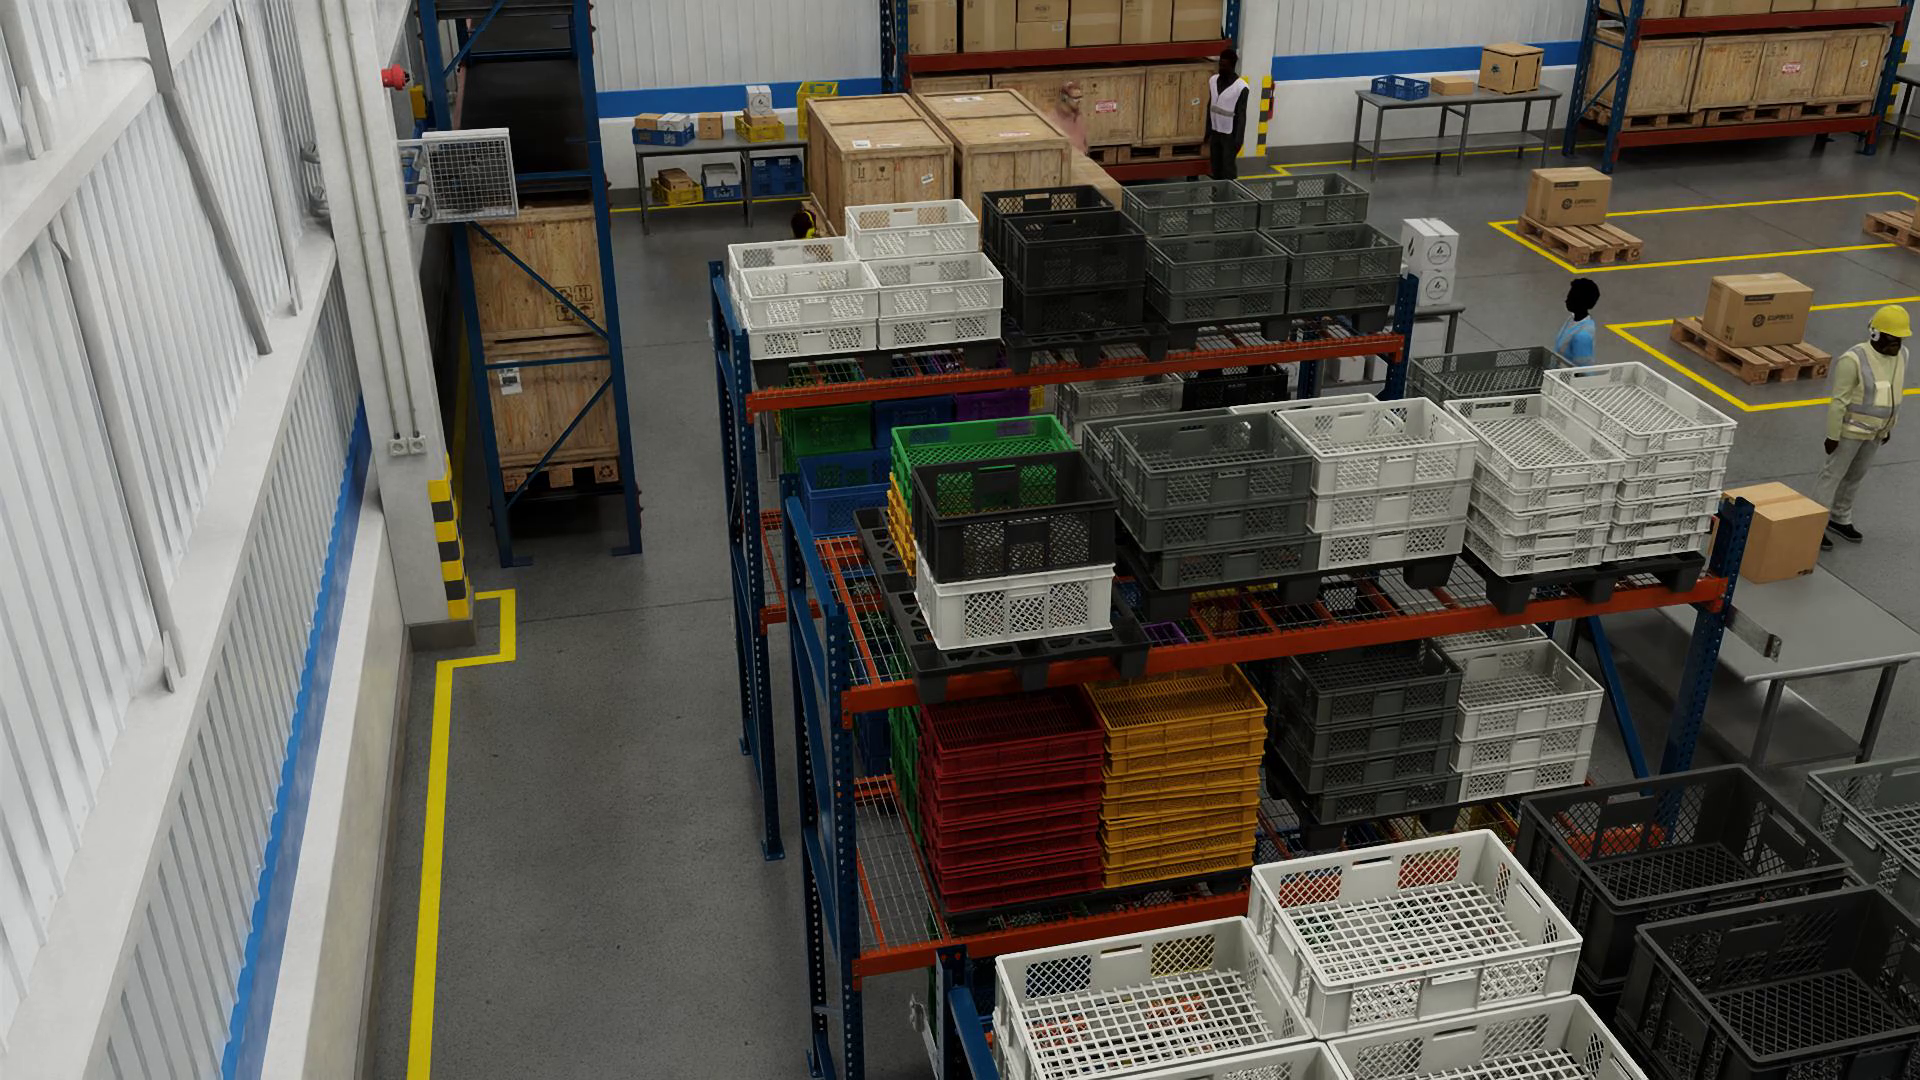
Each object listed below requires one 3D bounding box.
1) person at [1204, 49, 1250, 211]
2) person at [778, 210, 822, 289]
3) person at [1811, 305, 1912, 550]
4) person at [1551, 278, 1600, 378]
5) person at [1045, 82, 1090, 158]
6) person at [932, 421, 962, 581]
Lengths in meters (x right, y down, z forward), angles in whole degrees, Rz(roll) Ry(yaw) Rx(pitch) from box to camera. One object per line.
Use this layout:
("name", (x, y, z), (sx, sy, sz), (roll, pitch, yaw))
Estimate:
("person", (3.067, -4.694, 19.183), (0.376, 1.912, 0.587), (-17, 32, -29))
("person", (-1.278, -1.832, 13.826), (0.693, 1.836, 0.503), (-24, 36, -38))
("person", (6.451, -0.812, 11.894), (0.603, 1.830, 0.404), (-11, 30, -20))
("person", (4.673, -1.188, 12.749), (0.322, 1.696, 0.536), (6, 28, 11))
("person", (1.162, -3.921, 17.725), (0.481, 1.889, 0.681), (23, 36, 37))
("person", (-0.126, -0.141, 10.568), (0.359, 1.884, 0.573), (-12, 30, -22))
